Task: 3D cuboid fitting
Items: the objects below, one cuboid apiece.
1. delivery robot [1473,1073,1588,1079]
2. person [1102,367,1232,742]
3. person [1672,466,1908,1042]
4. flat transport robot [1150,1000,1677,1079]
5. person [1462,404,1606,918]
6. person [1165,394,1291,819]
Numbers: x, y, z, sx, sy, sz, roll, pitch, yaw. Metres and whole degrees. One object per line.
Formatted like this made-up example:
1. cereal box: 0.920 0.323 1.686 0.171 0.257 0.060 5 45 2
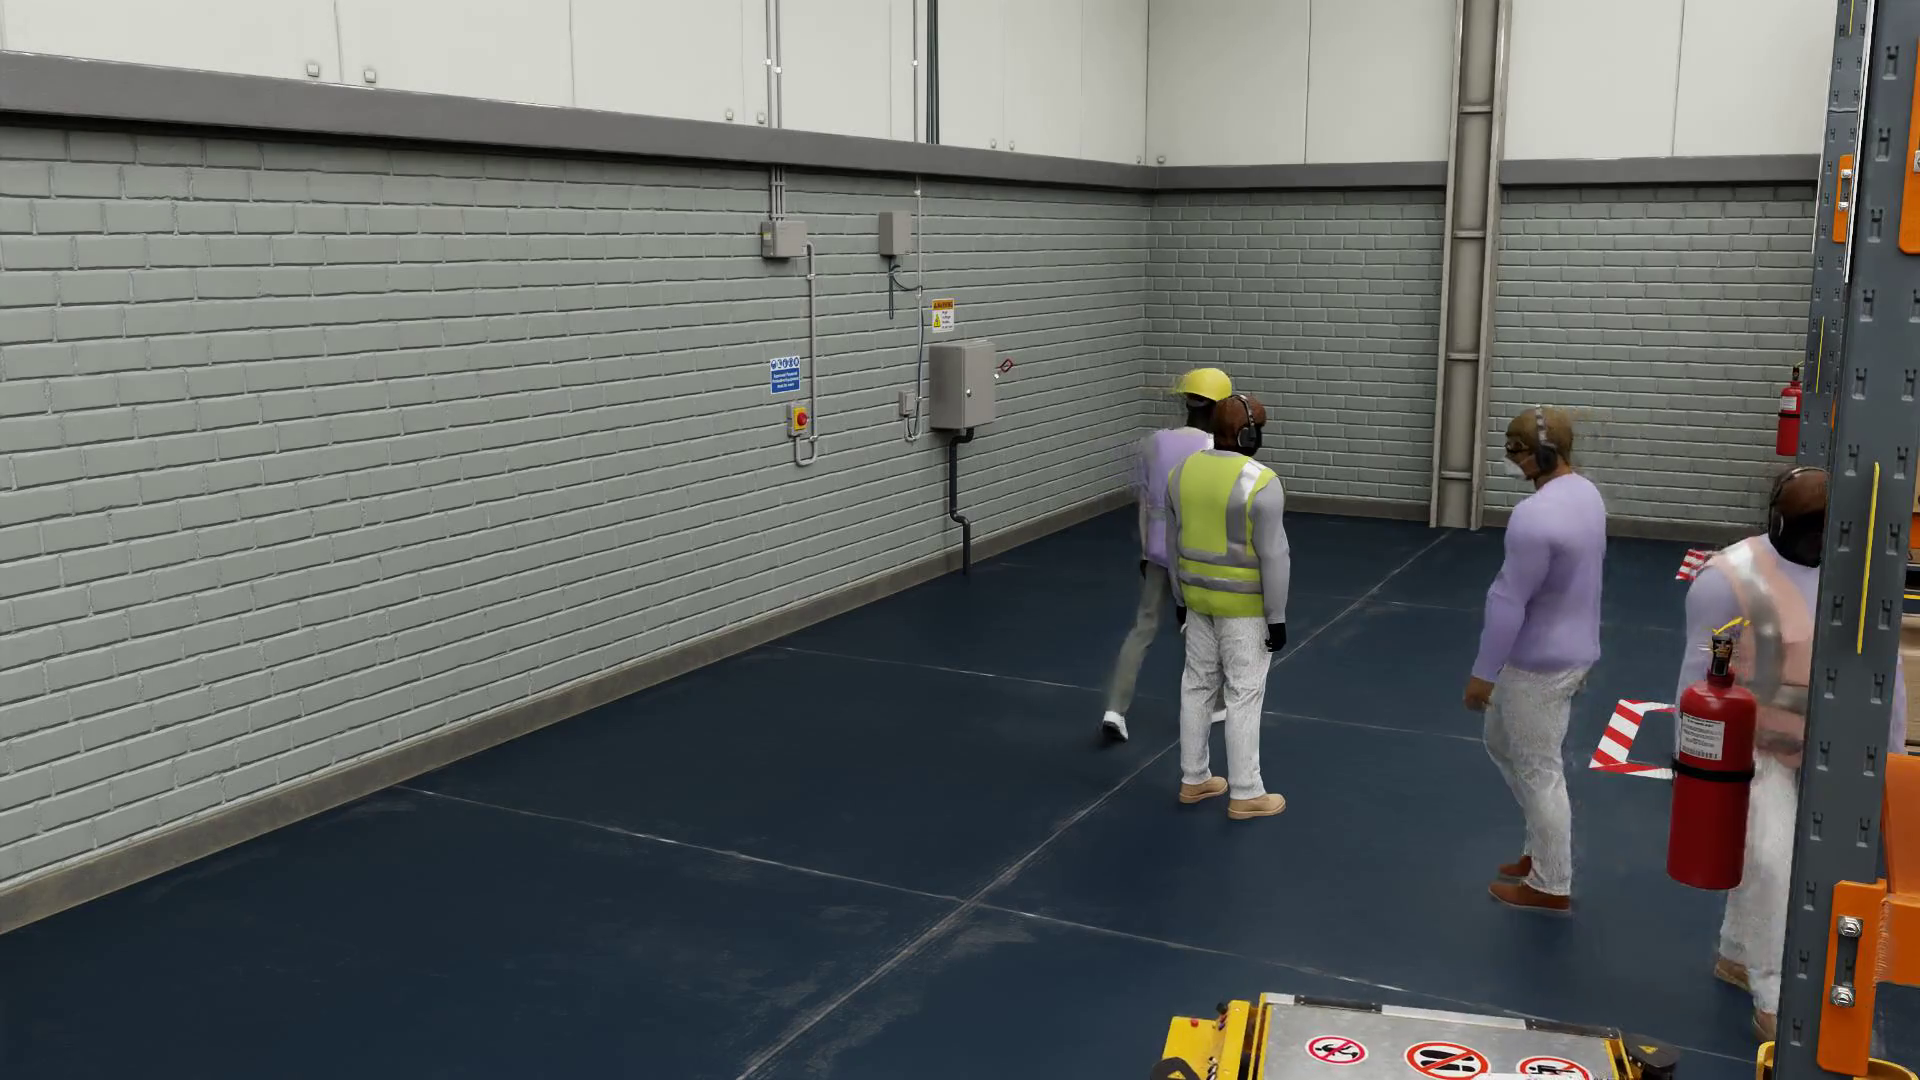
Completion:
1. delivery robot: 1.410 1.502 3.853 0.477 0.478 0.707 1 10 3
2. person: 1.073 0.074 8.309 0.995 1.872 0.628 -10 14 -43
3. person: 2.642 0.676 5.194 0.660 1.811 0.793 -3 11 -14
4. flat transport robot: 1.275 1.543 4.661 1.431 0.197 0.652 3 11 14
5. person: 2.116 0.451 6.152 0.490 1.912 0.625 7 12 33
6. person: 1.183 0.284 7.239 0.429 1.842 0.636 -8 13 -39
